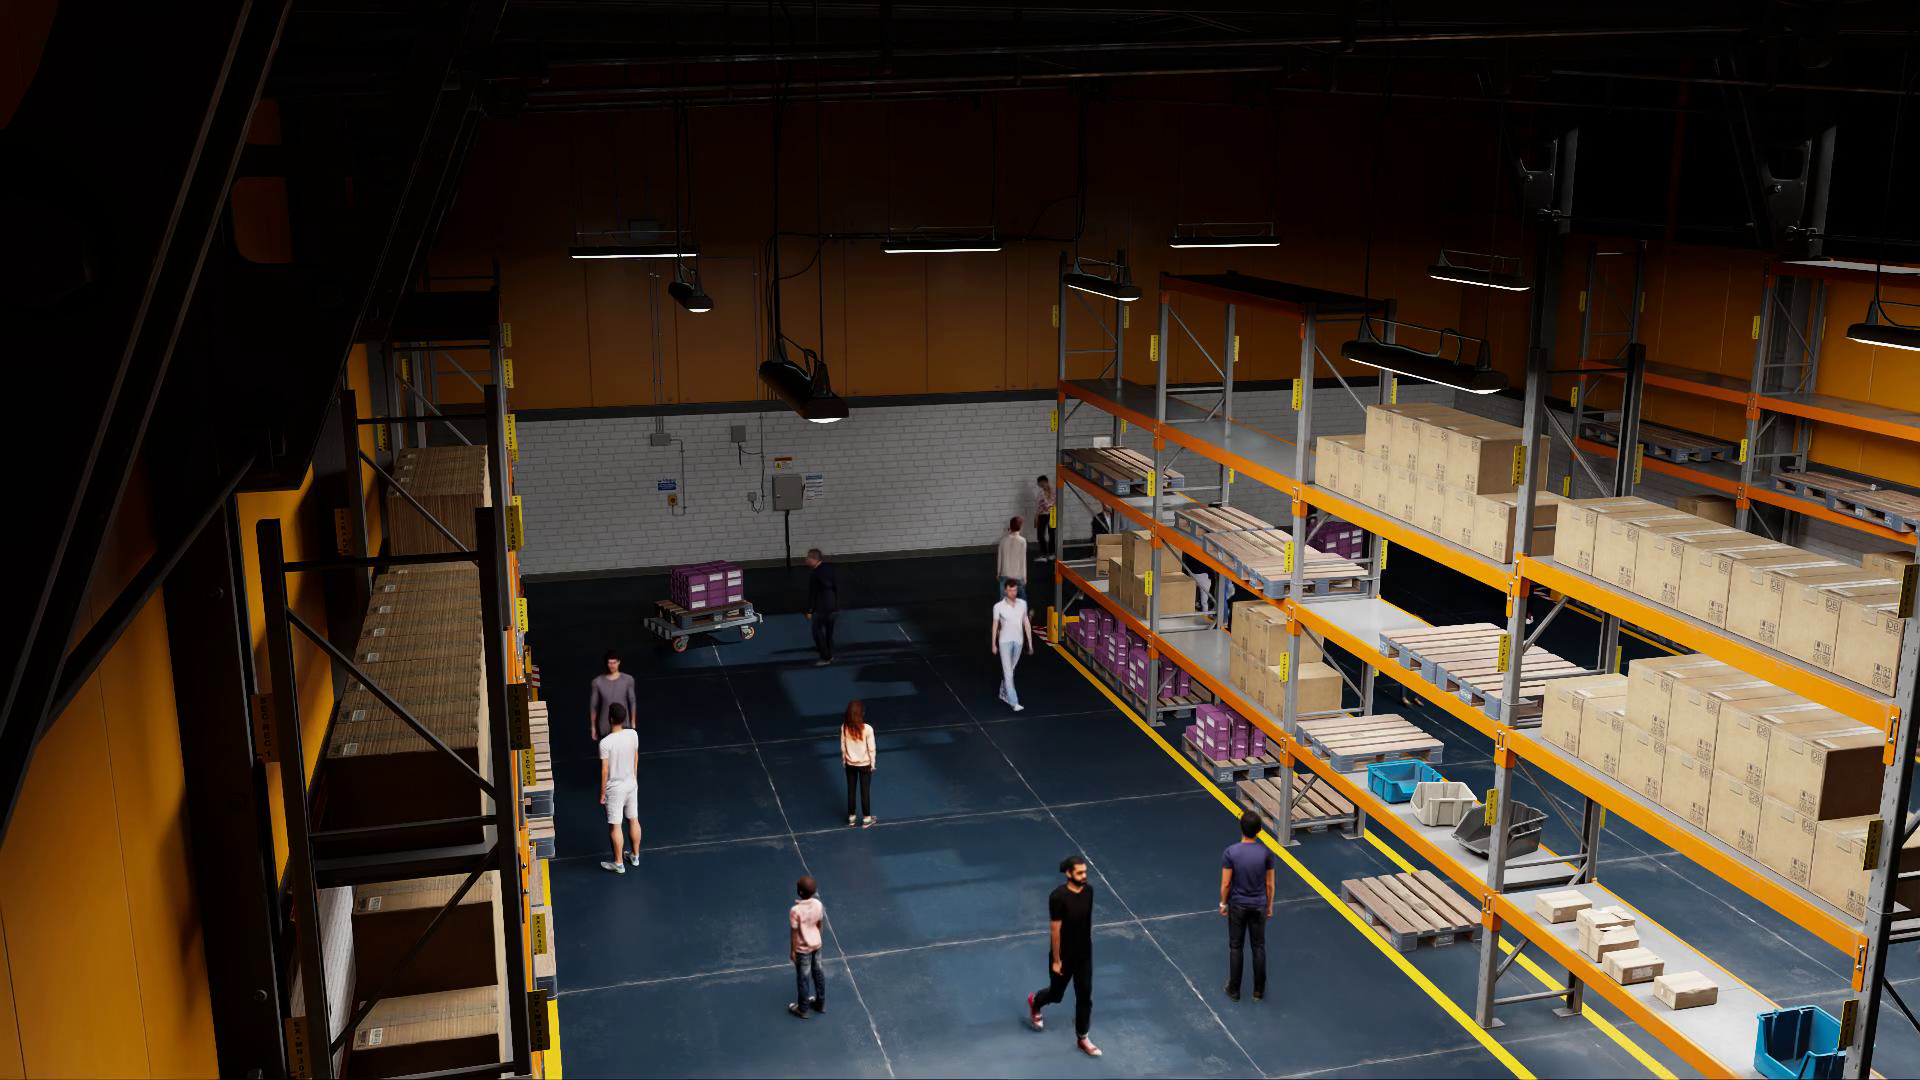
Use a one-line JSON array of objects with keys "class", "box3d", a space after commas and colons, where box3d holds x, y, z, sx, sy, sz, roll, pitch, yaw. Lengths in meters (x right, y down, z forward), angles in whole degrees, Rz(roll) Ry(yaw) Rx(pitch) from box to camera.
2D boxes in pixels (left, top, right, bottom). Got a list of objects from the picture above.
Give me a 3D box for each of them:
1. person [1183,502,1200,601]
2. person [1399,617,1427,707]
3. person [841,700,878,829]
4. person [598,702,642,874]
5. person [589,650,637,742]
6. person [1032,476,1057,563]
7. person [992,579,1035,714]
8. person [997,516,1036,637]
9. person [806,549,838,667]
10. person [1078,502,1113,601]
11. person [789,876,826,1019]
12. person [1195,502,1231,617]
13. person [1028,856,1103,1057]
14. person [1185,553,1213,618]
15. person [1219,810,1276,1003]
[{"class": "person", "box3d": [3.968, 0.210, 27.902, 0.634, 1.718, 0.625, -10, 17, -35]}, {"class": "person", "box3d": [6.208, 1.655, 22.845, 0.579, 1.288, 0.637, -9, 16, -32]}, {"class": "person", "box3d": [-1.154, 2.521, 18.854, 0.644, 1.483, 0.676, 5, 14, 20]}, {"class": "person", "box3d": [-3.611, 2.614, 17.677, 0.793, 1.856, 0.765, 10, 17, 36]}, {"class": "person", "box3d": [-4.088, 2.178, 19.604, 0.720, 1.798, 1.163, -3, 14, -12]}, {"class": "person", "box3d": [1.634, -0.411, 30.688, 0.833, 1.613, 0.731, -5, 15, -22]}, {"class": "person", "box3d": [0.659, 1.421, 22.725, 0.801, 1.799, 1.209, -7, 15, -26]}, {"class": "person", "box3d": [0.790, 0.622, 25.974, 1.213, 1.823, 1.377, 5, 14, 19]}, {"class": "person", "box3d": [-1.998, 0.954, 24.710, 0.866, 1.774, 0.906, -12, 18, -42]}, {"class": "person", "box3d": [2.327, 0.133, 27.803, 0.946, 1.913, 1.174, -8, 16, -31]}, {"class": "person", "box3d": [-1.349, 3.600, 14.771, 0.558, 1.308, 0.587, -12, 18, -40]}, {"class": "person", "box3d": [4.295, 0.311, 27.097, 1.023, 1.900, 1.007, 5, 14, 19]}, {"class": "person", "box3d": [0.886, 3.510, 14.230, 0.853, 1.738, 1.128, -9, 17, -34]}, {"class": "person", "box3d": [3.757, 0.659, 26.280, 0.677, 1.609, 0.703, 5, 14, 20]}, {"class": "person", "box3d": [2.593, 3.296, 14.997, 0.701, 1.793, 0.635, 0, 14, 2]}]
